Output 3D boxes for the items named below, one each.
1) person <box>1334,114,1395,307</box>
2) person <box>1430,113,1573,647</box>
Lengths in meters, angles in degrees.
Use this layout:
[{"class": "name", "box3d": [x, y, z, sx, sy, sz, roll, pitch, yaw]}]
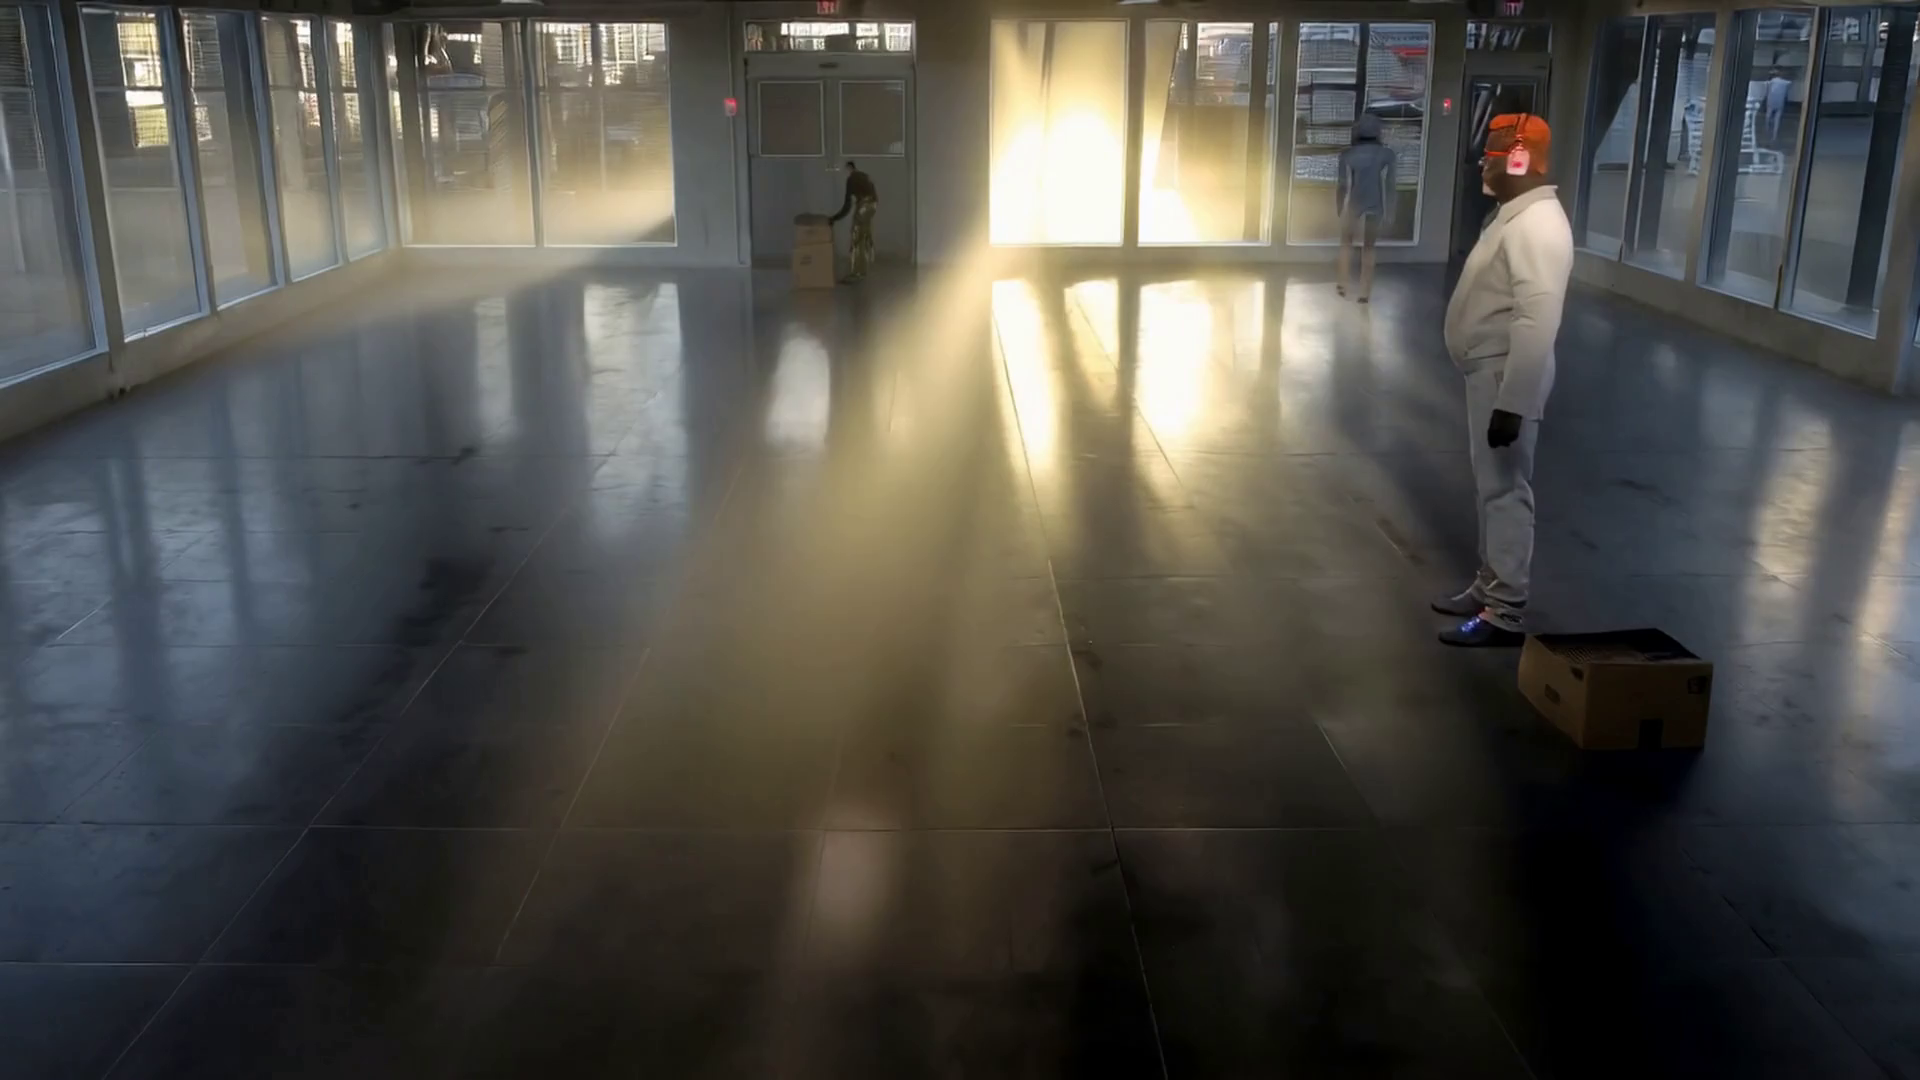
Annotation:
[{"class": "person", "box3d": [3.457, -2.842, 14.310, 0.517, 1.588, 0.840, 0, 16, 2]}, {"class": "person", "box3d": [1.939, -0.559, 6.006, 0.403, 1.906, 0.651, 4, 17, 12]}]
